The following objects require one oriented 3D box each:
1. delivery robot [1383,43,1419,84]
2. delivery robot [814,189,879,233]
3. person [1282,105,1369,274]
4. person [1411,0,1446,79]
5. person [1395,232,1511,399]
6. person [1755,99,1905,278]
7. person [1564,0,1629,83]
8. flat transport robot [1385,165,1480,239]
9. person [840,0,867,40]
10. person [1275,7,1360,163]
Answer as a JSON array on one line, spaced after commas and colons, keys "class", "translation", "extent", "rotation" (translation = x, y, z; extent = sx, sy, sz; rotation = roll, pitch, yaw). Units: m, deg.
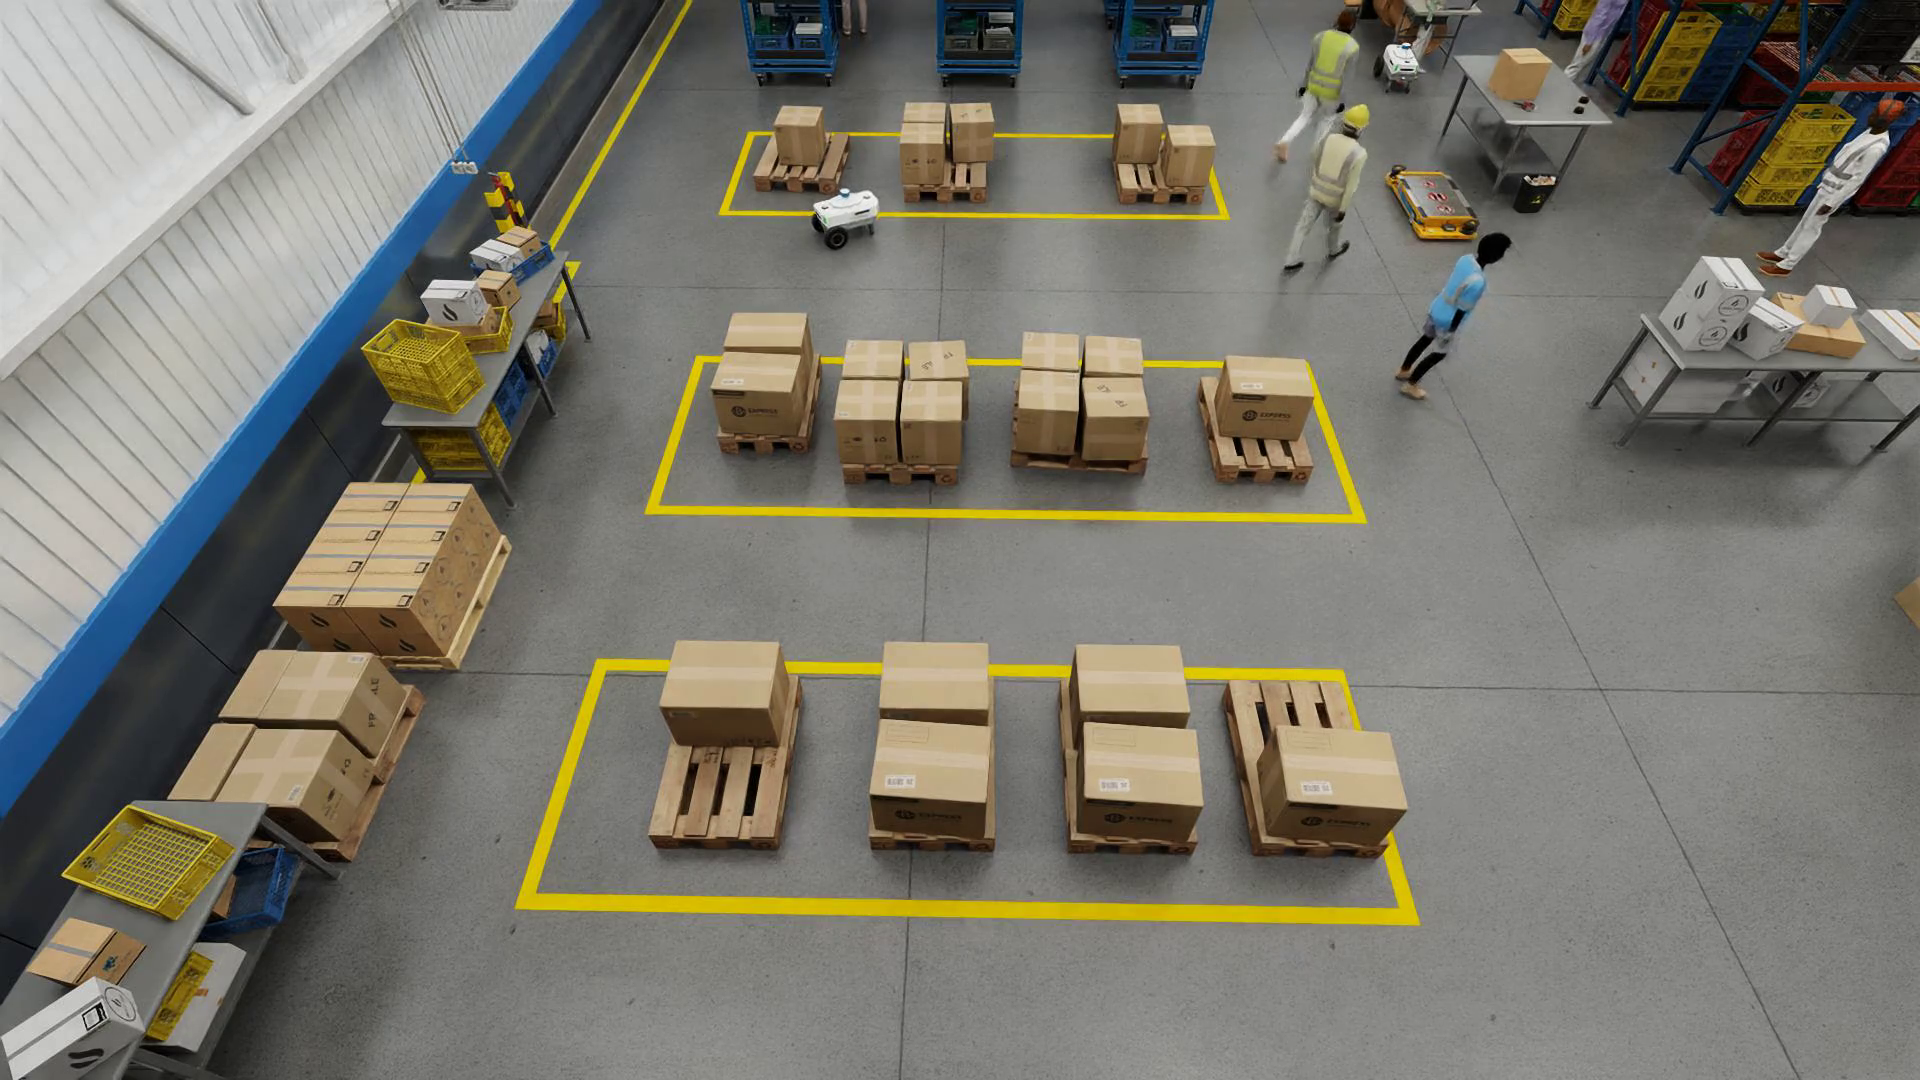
[{"class": "delivery robot", "translation": [6.376, -6.918, 13.257], "extent": [0.477, 0.478, 0.707], "rotation": [4, 49, 3]}, {"class": "delivery robot", "translation": [-1.297, -3.795, 10.554], "extent": [0.707, 0.478, 0.477], "rotation": [-20, 52, -17]}, {"class": "person", "translation": [3.990, -3.717, 9.733], "extent": [0.912, 1.781, 0.603], "rotation": [-31, 56, -24]}, {"class": "person", "translation": [6.768, -7.499, 13.112], "extent": [0.318, 1.631, 0.527], "rotation": [32, 56, 25]}, {"class": "person", "translation": [4.467, -2.039, 8.356], "extent": [0.371, 1.678, 0.560], "rotation": [6, 49, 5]}, {"class": "person", "translation": [9.159, -3.664, 9.626], "extent": [0.354, 1.886, 0.572], "rotation": [23, 53, 19]}, {"class": "person", "translation": [8.501, -6.718, 12.239], "extent": [0.627, 1.934, 0.370], "rotation": [-36, 58, -27]}, {"class": "flat transport robot", "translation": [5.692, -4.094, 11.059], "extent": [0.652, 0.197, 1.431], "rotation": [1, 49, 1]}, {"class": "person", "translation": [-1.654, -8.721, 13.946], "extent": [0.625, 1.979, 0.411], "rotation": [-20, 52, -16]}, {"class": "person", "translation": [4.449, -5.535, 11.300], "extent": [0.768, 1.810, 0.658], "rotation": [-33, 57, -25]}]
